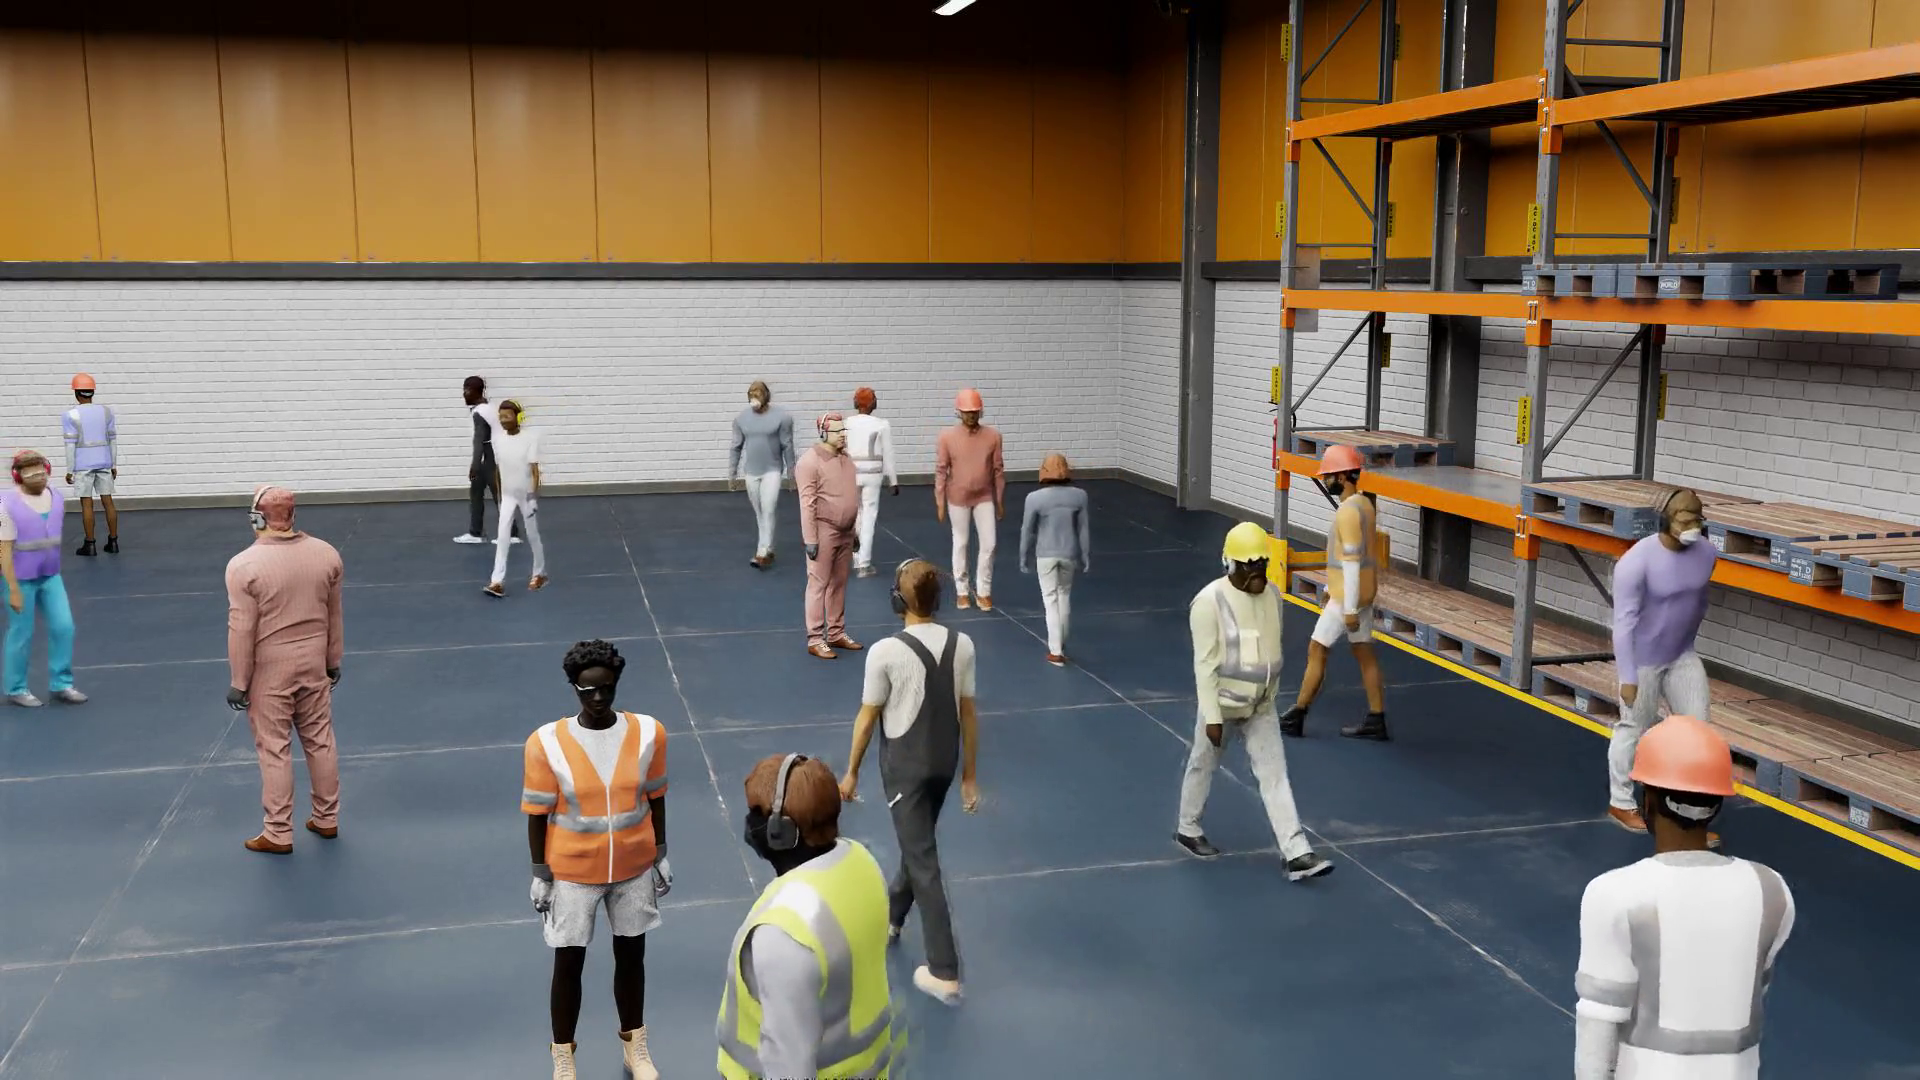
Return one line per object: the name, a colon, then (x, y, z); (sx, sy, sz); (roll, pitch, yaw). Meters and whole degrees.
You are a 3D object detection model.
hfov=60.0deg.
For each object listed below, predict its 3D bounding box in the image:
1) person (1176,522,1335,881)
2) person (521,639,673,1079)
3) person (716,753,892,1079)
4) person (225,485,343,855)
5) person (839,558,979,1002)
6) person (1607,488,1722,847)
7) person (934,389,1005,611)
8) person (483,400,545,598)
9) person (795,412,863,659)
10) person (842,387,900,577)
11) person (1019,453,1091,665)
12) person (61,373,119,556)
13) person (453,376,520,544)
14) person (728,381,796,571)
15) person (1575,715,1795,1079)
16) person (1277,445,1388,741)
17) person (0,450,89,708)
person: (1.416, 0.791, 8.203); (0.596, 1.772, 0.954); (-6, 11, -33)
person: (-1.296, 1.184, 6.002); (0.540, 1.695, 0.317); (-4, 10, -26)
person: (-0.333, 1.416, 4.228); (0.910, 1.809, 0.635); (3, 10, 17)
person: (-3.501, 0.662, 8.609); (0.409, 1.905, 0.651); (6, 11, 33)
person: (-0.239, 0.965, 7.054); (0.514, 1.801, 0.937); (-7, 12, -38)
person: (3.663, 0.662, 8.627); (0.655, 1.894, 0.807); (-3, 10, -19)
person: (0.100, -0.338, 14.636); (0.647, 1.968, 0.681); (-1, 9, -9)
person: (-4.121, -0.384, 15.418); (0.514, 1.821, 0.976); (1, 9, 8)
person: (-0.992, -0.044, 13.011); (0.407, 1.910, 0.638); (5, 11, 31)
person: (-0.901, -0.585, 16.545); (0.599, 1.863, 0.698); (4, 10, 24)
person: (0.711, 0.130, 12.821); (0.527, 1.606, 0.637); (-2, 9, -14)
person: (-9.210, -0.797, 17.616); (0.356, 1.938, 0.543); (7, 11, 36)
person: (-5.239, -0.859, 18.204); (0.810, 1.870, 0.629); (-3, 10, -18)
person: (-2.039, -0.639, 16.759); (0.665, 1.893, 0.981); (2, 9, 15)
person: (1.748, 1.372, 4.222); (0.547, 1.885, 0.974); (0, 9, -3)
person: (2.354, 0.339, 10.635); (0.883, 1.899, 0.563); (5, 10, 27)
person: (-6.312, 0.278, 11.319); (0.698, 1.801, 0.579); (3, 10, 19)
